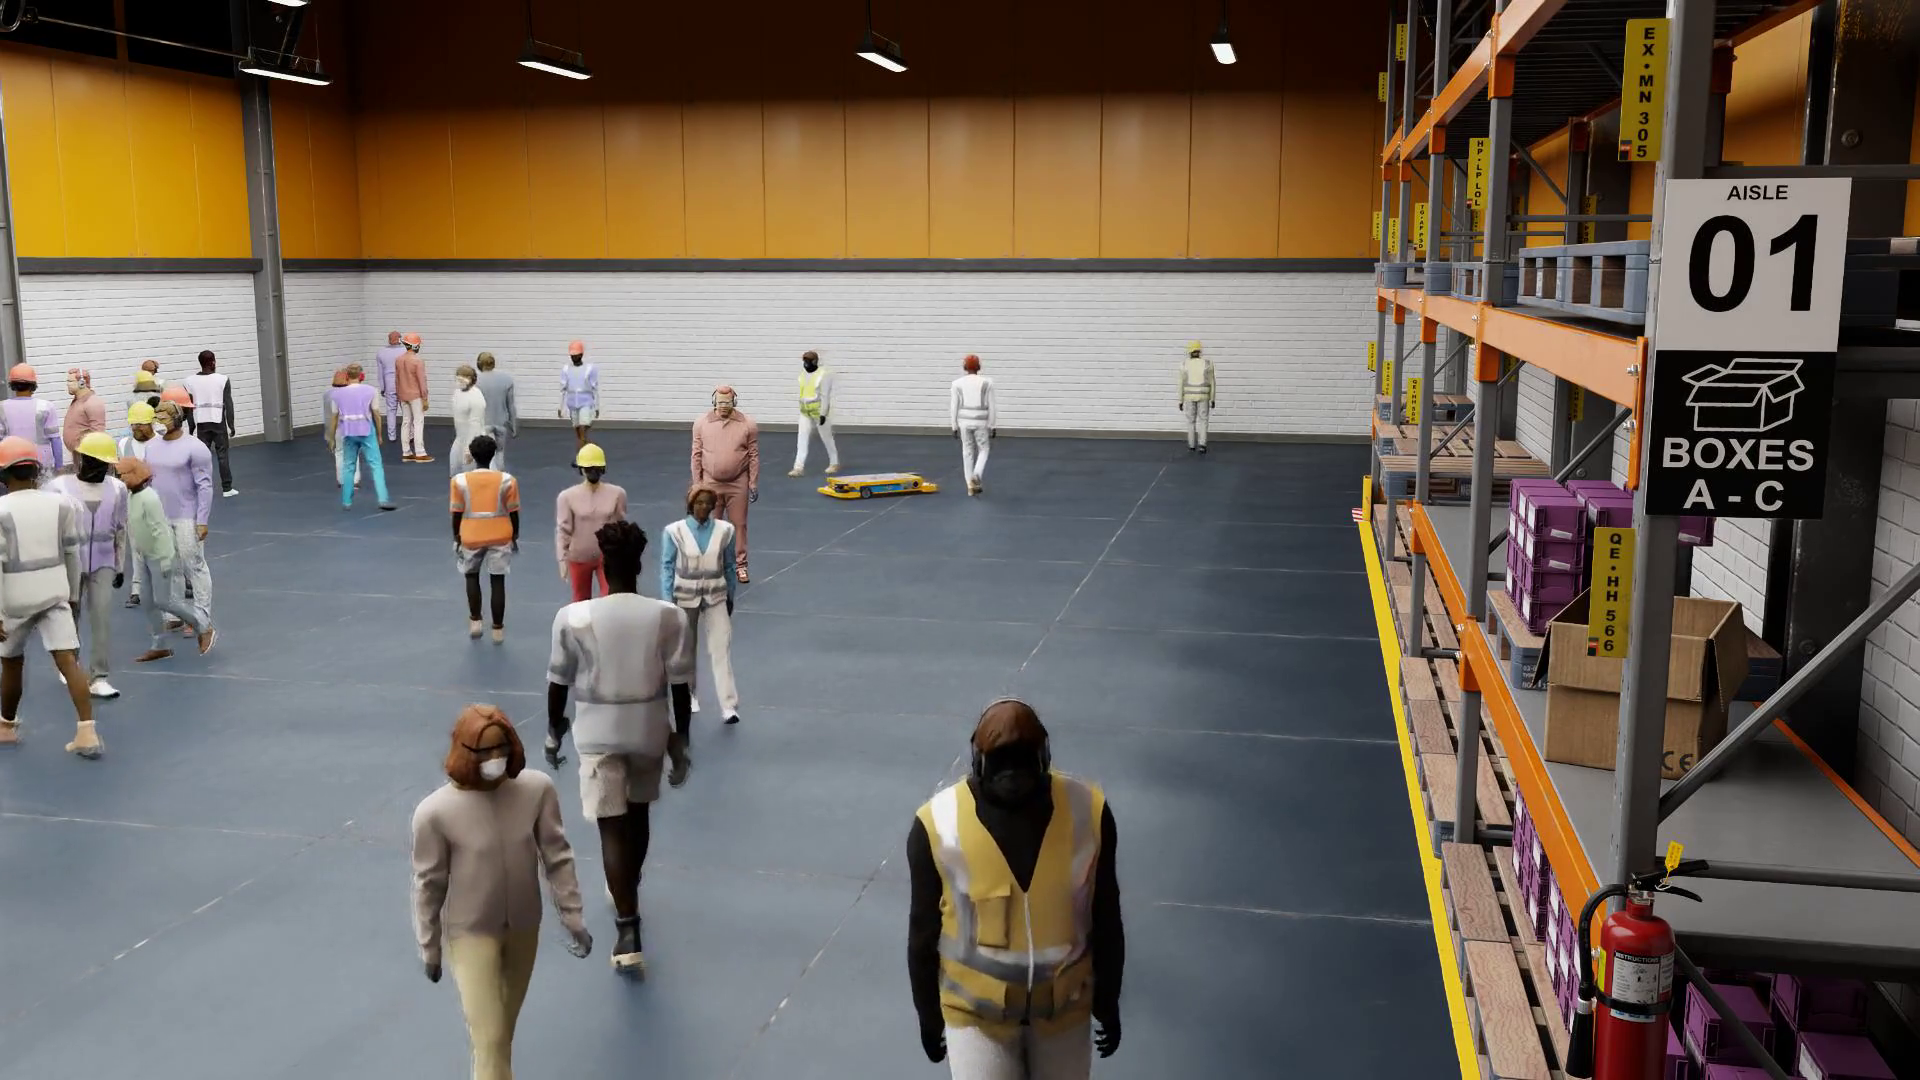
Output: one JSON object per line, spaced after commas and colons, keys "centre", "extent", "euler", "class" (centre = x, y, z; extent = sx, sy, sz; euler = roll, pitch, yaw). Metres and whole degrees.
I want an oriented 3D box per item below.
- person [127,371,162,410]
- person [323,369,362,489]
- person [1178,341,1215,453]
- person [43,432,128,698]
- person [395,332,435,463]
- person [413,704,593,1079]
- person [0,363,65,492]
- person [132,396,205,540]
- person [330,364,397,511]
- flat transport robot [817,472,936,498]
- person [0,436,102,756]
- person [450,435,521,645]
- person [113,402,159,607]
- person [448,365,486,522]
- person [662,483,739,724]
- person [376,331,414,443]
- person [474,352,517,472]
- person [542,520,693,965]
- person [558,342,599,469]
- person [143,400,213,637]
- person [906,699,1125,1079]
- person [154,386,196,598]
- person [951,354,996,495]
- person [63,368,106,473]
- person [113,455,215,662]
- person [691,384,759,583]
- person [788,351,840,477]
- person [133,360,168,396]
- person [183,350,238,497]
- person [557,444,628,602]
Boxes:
{"centre": [-10.125, -1.261, 20.832], "extent": [0.481, 1.697, 0.799], "euler": [-3, 10, -16], "class": "person"}
{"centre": [-8.323, -1.494, 22.487], "extent": [0.501, 1.639, 0.332], "euler": [-3, 10, -17], "class": "person"}
{"centre": [3.794, -2.271, 26.732], "extent": [0.604, 1.805, 0.514], "euler": [2, 10, 10], "class": "person"}
{"centre": [-6.217, 0.153, 11.821], "extent": [0.612, 1.866, 0.943], "euler": [-9, 13, -42], "class": "person"}
{"centre": [-8.383, -2.187, 25.527], "extent": [0.617, 1.993, 0.396], "euler": [6, 11, 31], "class": "person"}
{"centre": [-1.490, 1.334, 5.513], "extent": [0.806, 1.596, 0.511], "euler": [9, 13, 44], "class": "person"}
{"centre": [-9.375, -0.761, 16.787], "extent": [0.615, 2.043, 0.373], "euler": [-2, 10, -13], "class": "person"}
{"centre": [-8.330, -0.679, 17.425], "extent": [0.538, 1.655, 0.867], "euler": [2, 10, 12], "class": "person"}
{"centre": [-7.343, -1.240, 20.400], "extent": [0.789, 1.810, 0.529], "euler": [0, 9, -1], "class": "person"}
{"centre": [-1.098, -0.729, 21.928], "extent": [1.431, 0.197, 0.652], "euler": [-5, 11, -30], "class": "flat transport robot"}
{"centre": [-5.731, 0.348, 10.296], "extent": [1.072, 1.987, 0.635], "euler": [6, 11, 33], "class": "person"}
{"centre": [-3.805, -0.009, 13.366], "extent": [0.548, 1.678, 0.586], "euler": [-3, 10, -17], "class": "person"}
{"centre": [-7.179, -0.308, 14.716], "extent": [0.588, 1.827, 0.403], "euler": [-1, 9, -4], "class": "person"}
{"centre": [-5.699, -1.099, 19.307], "extent": [0.459, 1.888, 0.719], "euler": [-9, 13, -43], "class": "person"}
{"centre": [-1.711, 0.425, 11.009], "extent": [0.528, 1.590, 0.873], "euler": [-3, 10, -19], "class": "person"}
{"centre": [-9.543, -2.593, 28.256], "extent": [0.639, 1.904, 0.407], "euler": [0, 9, -1], "class": "person"}
{"centre": [-6.097, -1.467, 21.471], "extent": [0.644, 1.899, 0.885], "euler": [-6, 11, -34], "class": "person"}
{"centre": [-1.500, 0.869, 7.389], "extent": [0.625, 1.922, 1.025], "euler": [-4, 10, -24], "class": "person"}
{"centre": [-5.705, -2.015, 24.836], "extent": [0.569, 1.880, 1.011], "euler": [1, 9, 5], "class": "person"}
{"centre": [-6.373, -0.172, 13.556], "extent": [0.627, 1.941, 0.370], "euler": [3, 10, 17], "class": "person"}
{"centre": [0.151, 1.324, 4.882], "extent": [0.628, 1.826, 0.710], "euler": [-1, 10, -9], "class": "person"}
{"centre": [-7.118, -0.439, 15.178], "extent": [0.377, 1.932, 0.552], "euler": [-2, 10, -12], "class": "person"}
{"centre": [0.171, -1.501, 21.758], "extent": [0.612, 1.870, 0.472], "euler": [2, 10, 9], "class": "person"}
{"centre": [-9.543, -0.917, 18.138], "extent": [0.406, 1.911, 0.636], "euler": [-9, 13, -43], "class": "person"}
{"centre": [-6.098, 0.137, 12.709], "extent": [0.524, 1.599, 0.571], "euler": [9, 13, 43], "class": "person"}
{"centre": [-2.231, -0.527, 15.813], "extent": [0.638, 1.903, 0.409], "euler": [-1, 10, -7], "class": "person"}
{"centre": [-2.074, -1.823, 23.939], "extent": [0.627, 1.799, 0.952], "euler": [6, 11, 32], "class": "person"}
{"centre": [-11.811, -1.814, 24.357], "extent": [0.518, 1.638, 0.307], "euler": [-1, 9, -4], "class": "person"}
{"centre": [-9.766, -1.507, 21.679], "extent": [0.587, 1.915, 0.393], "euler": [-1, 10, -7], "class": "person"}
{"centre": [-2.722, 0.137, 12.368], "extent": [0.545, 1.716, 0.928], "euler": [-3, 10, -19], "class": "person"}
